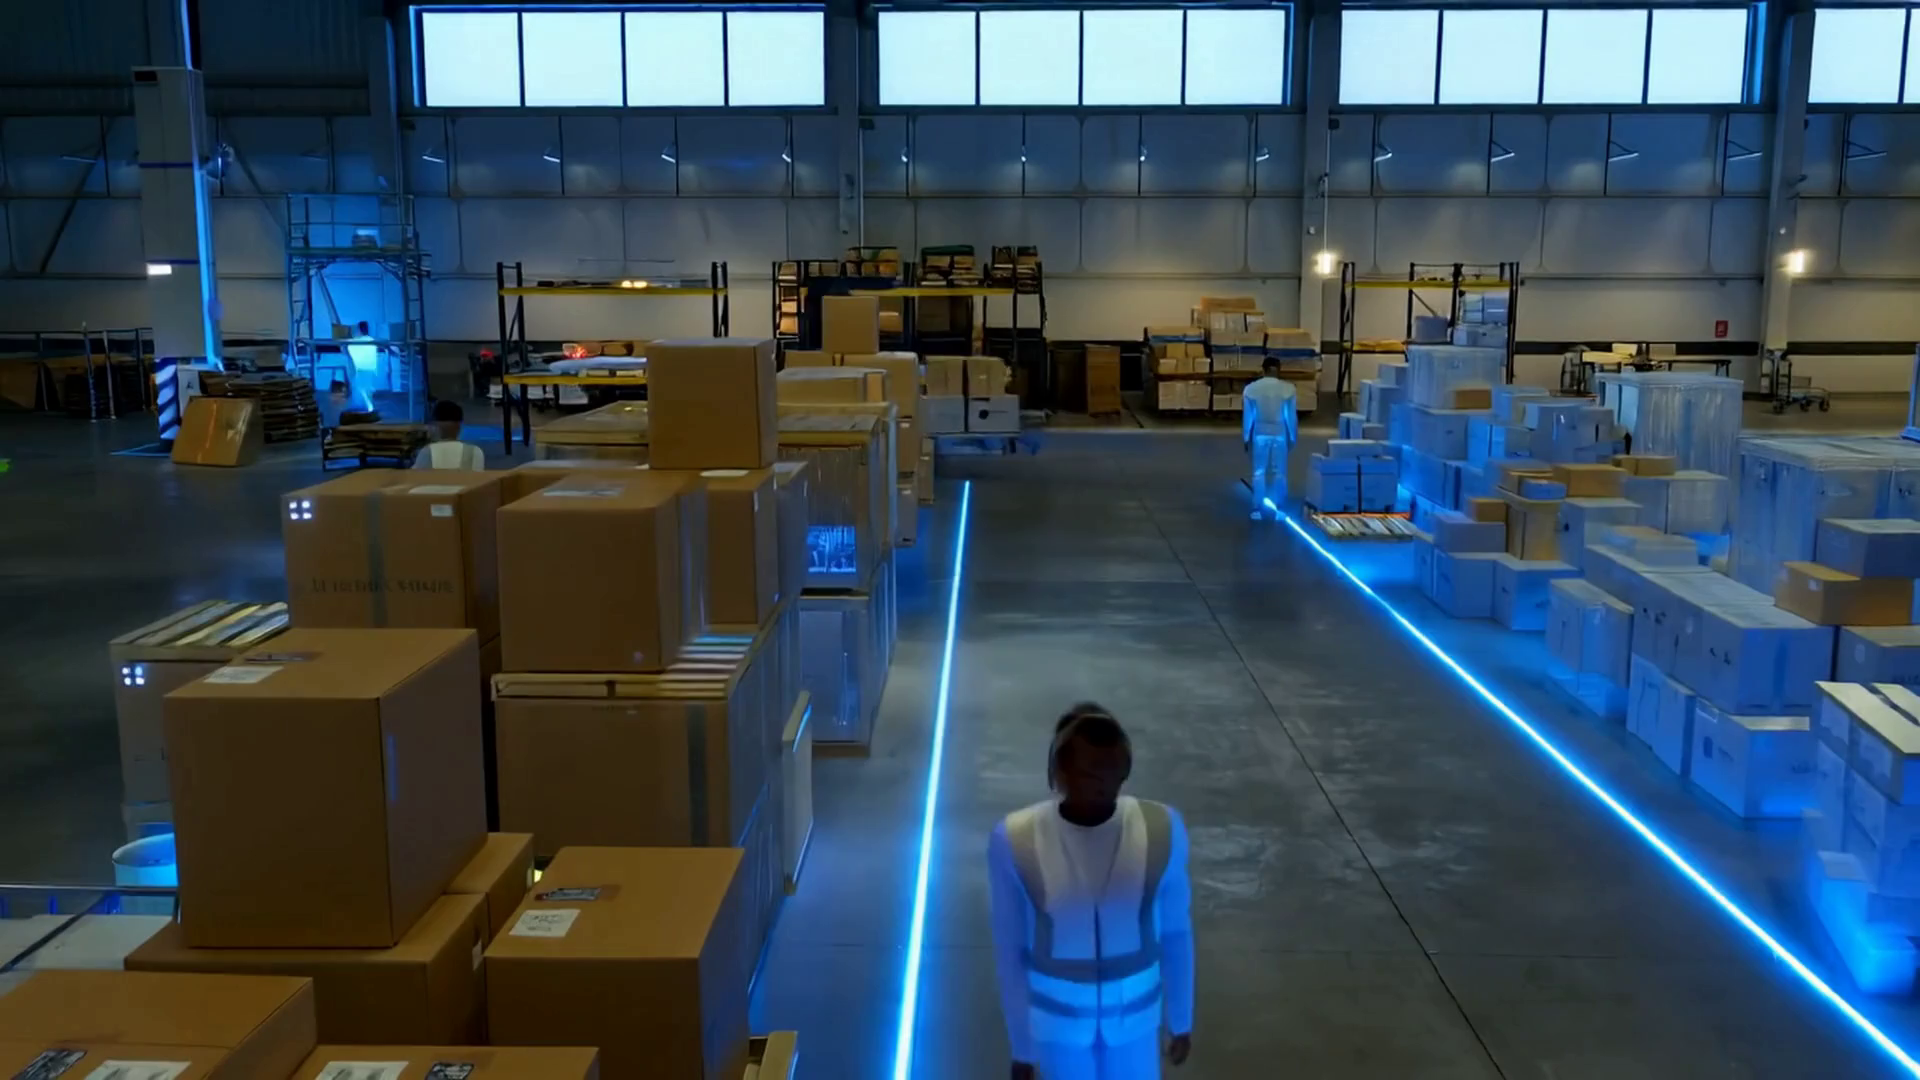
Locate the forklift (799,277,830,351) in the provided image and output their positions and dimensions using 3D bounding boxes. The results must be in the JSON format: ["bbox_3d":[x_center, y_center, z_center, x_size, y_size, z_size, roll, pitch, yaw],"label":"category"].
[{"bbox_3d":[-2.050,-2.405,24.044,1.873,2.768,1.129,-1,10,-6],"label":"forklift"}]

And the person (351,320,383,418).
[{"bbox_3d":[-11.469,-3.266,32.046,0.643,1.925,0.660,7,12,35],"label":"person"}]

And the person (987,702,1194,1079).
[{"bbox_3d":[0.364,1.336,4.680,0.583,1.860,0.475,0,9,-3],"label":"person"}]

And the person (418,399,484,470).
[{"bbox_3d":[-4.151,-0.185,13.597,0.561,1.925,0.599,0,9,2],"label":"person"}]

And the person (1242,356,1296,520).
[{"bbox_3d":[3.637,-1.198,19.627,0.628,1.940,0.378,2,10,11],"label":"person"}]
